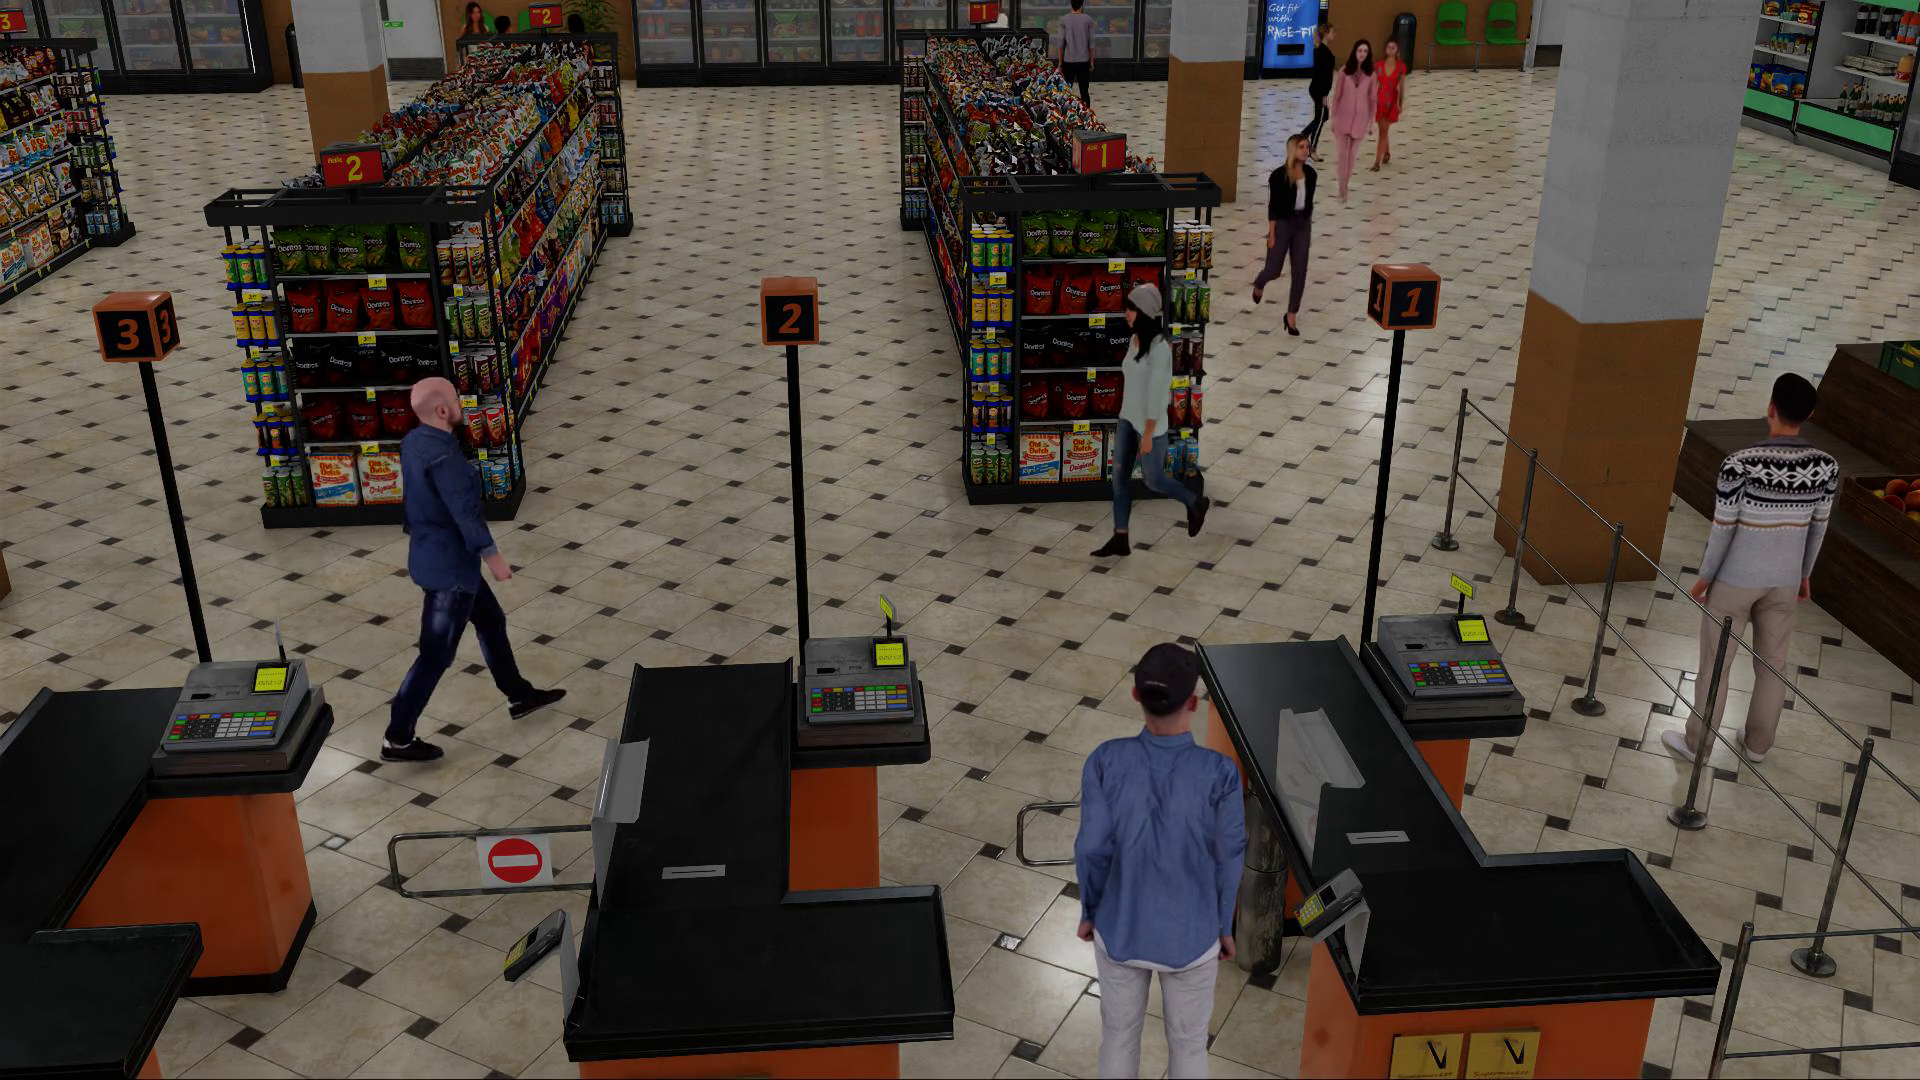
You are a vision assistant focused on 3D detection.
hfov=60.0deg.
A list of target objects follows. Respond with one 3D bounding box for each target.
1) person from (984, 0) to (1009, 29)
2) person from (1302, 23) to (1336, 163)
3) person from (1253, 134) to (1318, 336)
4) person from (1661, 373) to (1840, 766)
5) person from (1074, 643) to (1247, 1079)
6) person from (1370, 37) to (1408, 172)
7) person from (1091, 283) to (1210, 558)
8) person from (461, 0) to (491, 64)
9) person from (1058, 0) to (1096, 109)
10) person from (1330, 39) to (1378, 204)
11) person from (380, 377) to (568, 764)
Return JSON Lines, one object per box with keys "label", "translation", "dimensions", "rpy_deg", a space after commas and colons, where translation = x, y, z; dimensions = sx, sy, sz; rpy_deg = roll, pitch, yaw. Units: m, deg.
{"label": "person", "translation": [0.571, -7.057, 24.176], "dimensions": [0.911, 1.681, 0.863], "rpy_deg": [-20, 31, -38]}
{"label": "person", "translation": [4.393, -5.548, 20.721], "dimensions": [0.704, 1.687, 0.607], "rpy_deg": [-1, 24, -1]}
{"label": "person", "translation": [2.709, -2.568, 13.950], "dimensions": [0.702, 1.655, 0.947], "rpy_deg": [-7, 25, -16]}
{"label": "person", "translation": [3.579, 0.157, 7.467], "dimensions": [0.680, 1.861, 0.557], "rpy_deg": [-1, 24, -3]}
{"label": "person", "translation": [0.607, 1.173, 5.114], "dimensions": [0.715, 1.886, 0.659], "rpy_deg": [5, 24, 11]}
{"label": "person", "translation": [5.244, -5.334, 20.399], "dimensions": [0.964, 1.554, 1.150], "rpy_deg": [12, 26, 26]}
{"label": "person", "translation": [1.139, -0.675, 9.667], "dimensions": [0.876, 1.622, 1.028], "rpy_deg": [-11, 26, -24]}
{"label": "person", "translation": [-6.504, -6.270, 22.309], "dimensions": [0.929, 1.737, 1.173], "rpy_deg": [-16, 28, -31]}
{"label": "person", "translation": [1.595, -6.597, 22.923], "dimensions": [0.677, 1.843, 0.566], "rpy_deg": [1, 24, 2]}
{"label": "person", "translation": [4.396, -4.711, 18.695], "dimensions": [0.730, 1.778, 0.871], "rpy_deg": [2, 24, 6]}
{"label": "person", "translation": [-2.368, 0.186, 7.497], "dimensions": [1.116, 1.783, 1.226], "rpy_deg": [-14, 27, -29]}
